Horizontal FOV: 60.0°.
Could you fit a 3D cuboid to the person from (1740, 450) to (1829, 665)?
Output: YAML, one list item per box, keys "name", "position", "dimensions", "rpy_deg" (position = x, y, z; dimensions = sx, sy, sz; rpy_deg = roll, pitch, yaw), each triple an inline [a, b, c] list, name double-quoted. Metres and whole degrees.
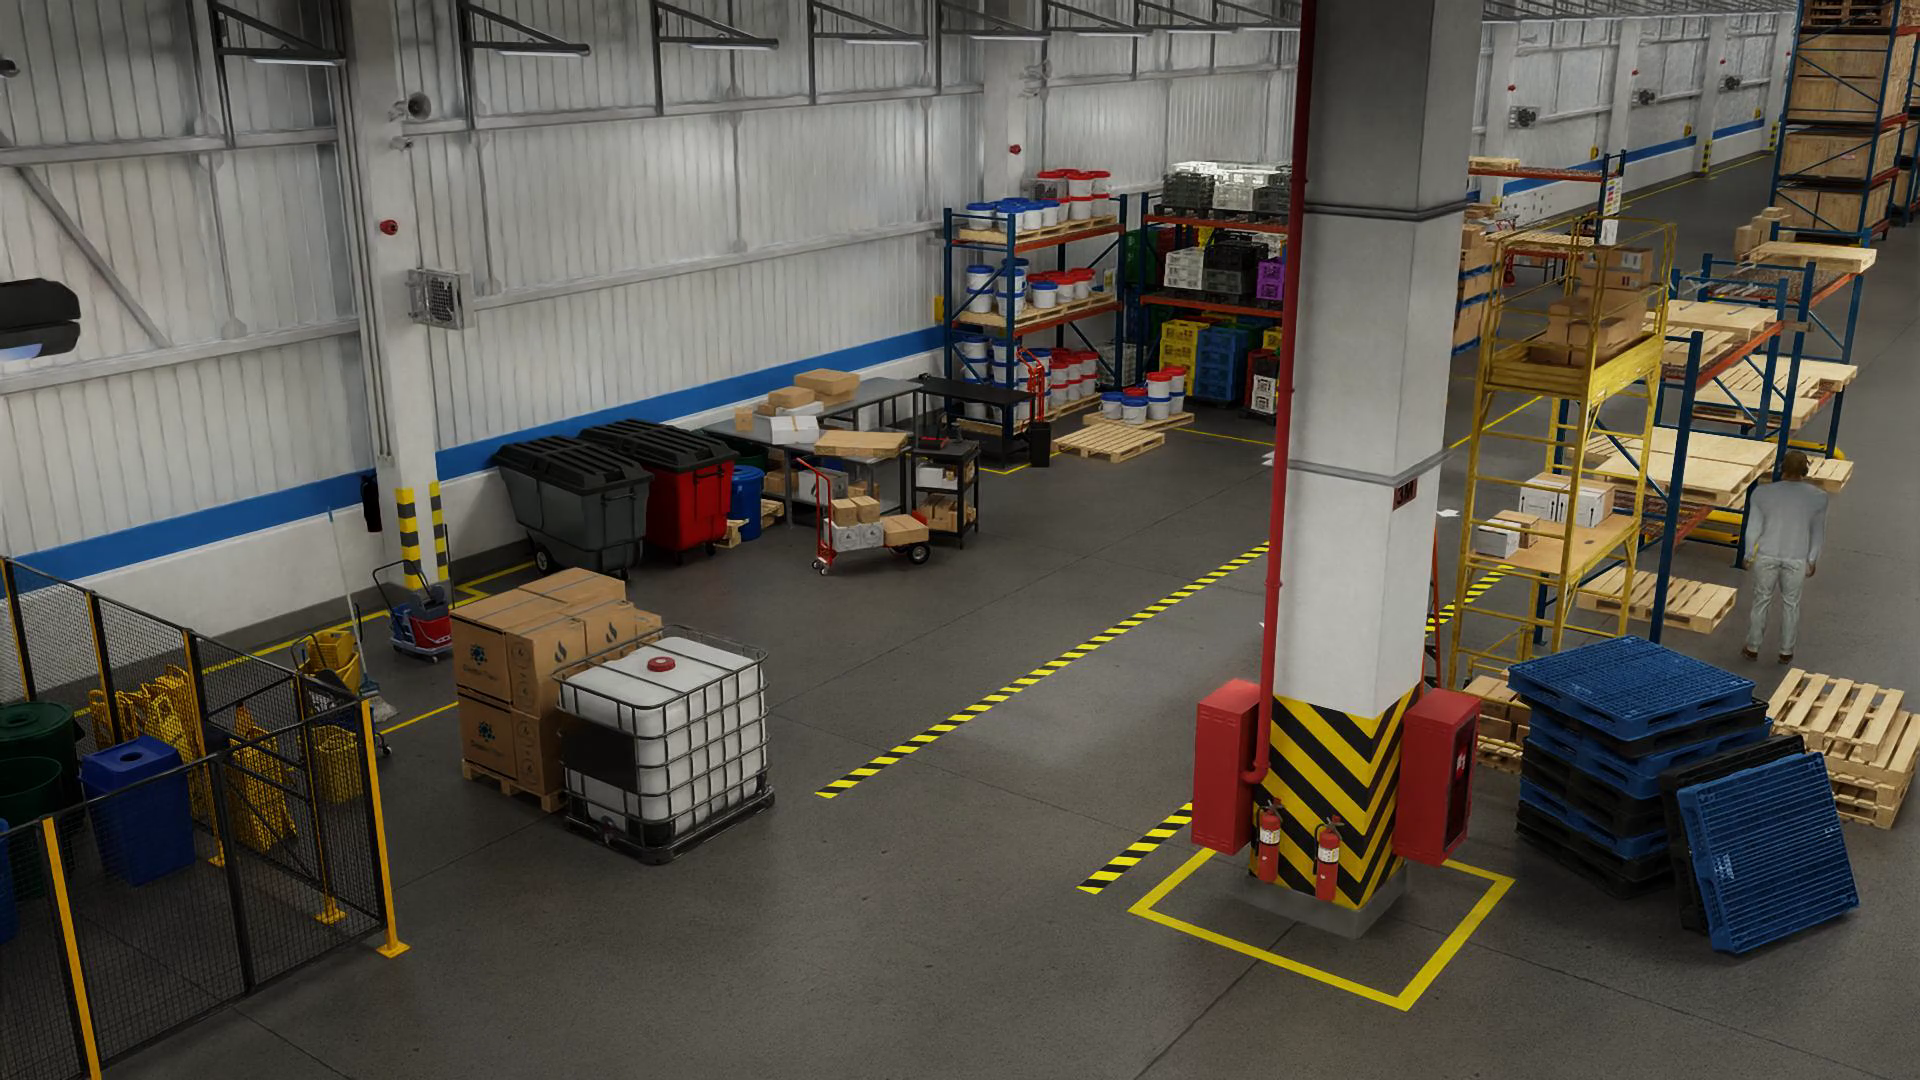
- name: "person"
  position: [7.225, 0.152, 14.643]
  dimensions: [0.627, 1.940, 0.371]
  rpy_deg: [7, 19, 20]
